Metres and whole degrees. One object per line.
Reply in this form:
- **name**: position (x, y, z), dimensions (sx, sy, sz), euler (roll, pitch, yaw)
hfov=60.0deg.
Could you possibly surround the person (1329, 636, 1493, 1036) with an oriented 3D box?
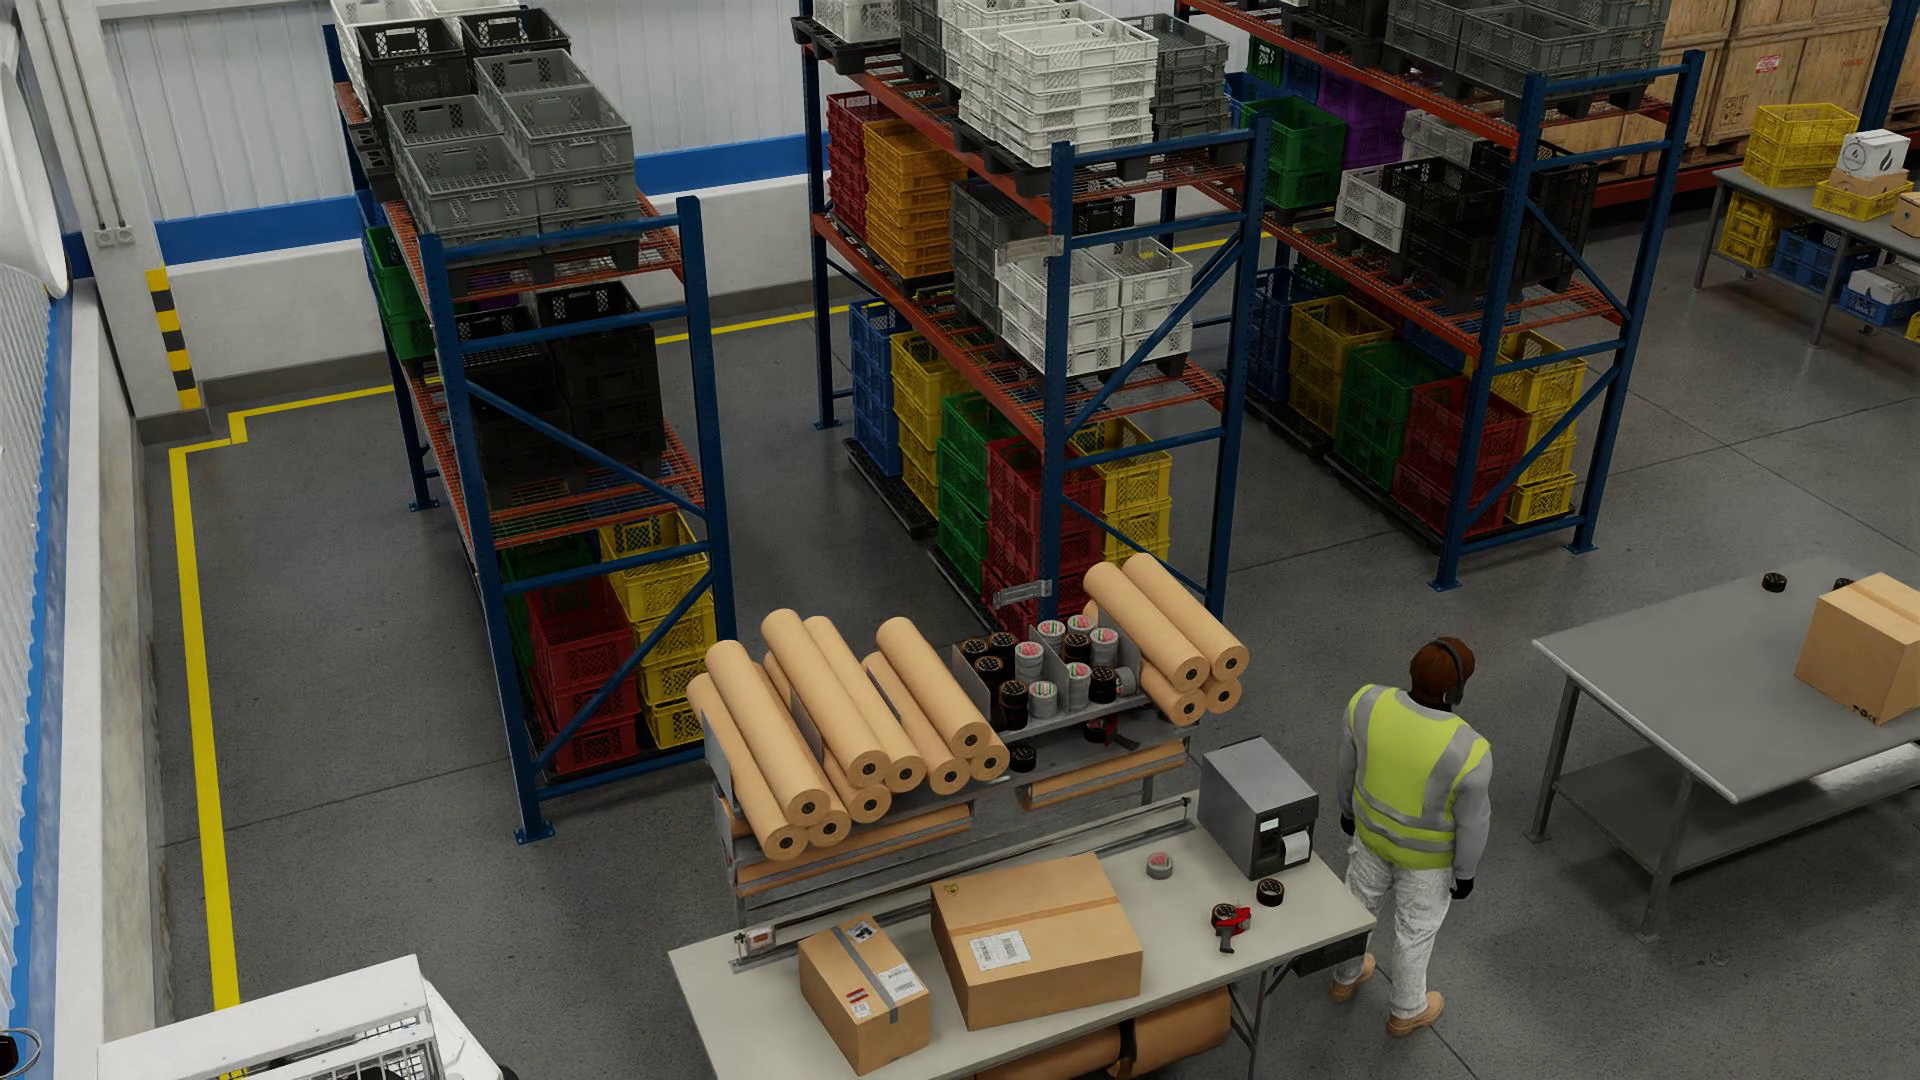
- **person**: position (1.776, 1.163, 6.569), dimensions (0.429, 1.841, 0.633), euler (-27, 41, -37)

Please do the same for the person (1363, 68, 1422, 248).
- **person**: position (3.549, -3.364, 13.884), dimensions (0.575, 1.880, 0.356), euler (-19, 37, -28)

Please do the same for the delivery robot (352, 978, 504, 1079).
- **delivery robot**: position (-2.039, 1.989, 6.359), dimensions (0.477, 0.478, 0.707), euler (-25, 39, -34)
